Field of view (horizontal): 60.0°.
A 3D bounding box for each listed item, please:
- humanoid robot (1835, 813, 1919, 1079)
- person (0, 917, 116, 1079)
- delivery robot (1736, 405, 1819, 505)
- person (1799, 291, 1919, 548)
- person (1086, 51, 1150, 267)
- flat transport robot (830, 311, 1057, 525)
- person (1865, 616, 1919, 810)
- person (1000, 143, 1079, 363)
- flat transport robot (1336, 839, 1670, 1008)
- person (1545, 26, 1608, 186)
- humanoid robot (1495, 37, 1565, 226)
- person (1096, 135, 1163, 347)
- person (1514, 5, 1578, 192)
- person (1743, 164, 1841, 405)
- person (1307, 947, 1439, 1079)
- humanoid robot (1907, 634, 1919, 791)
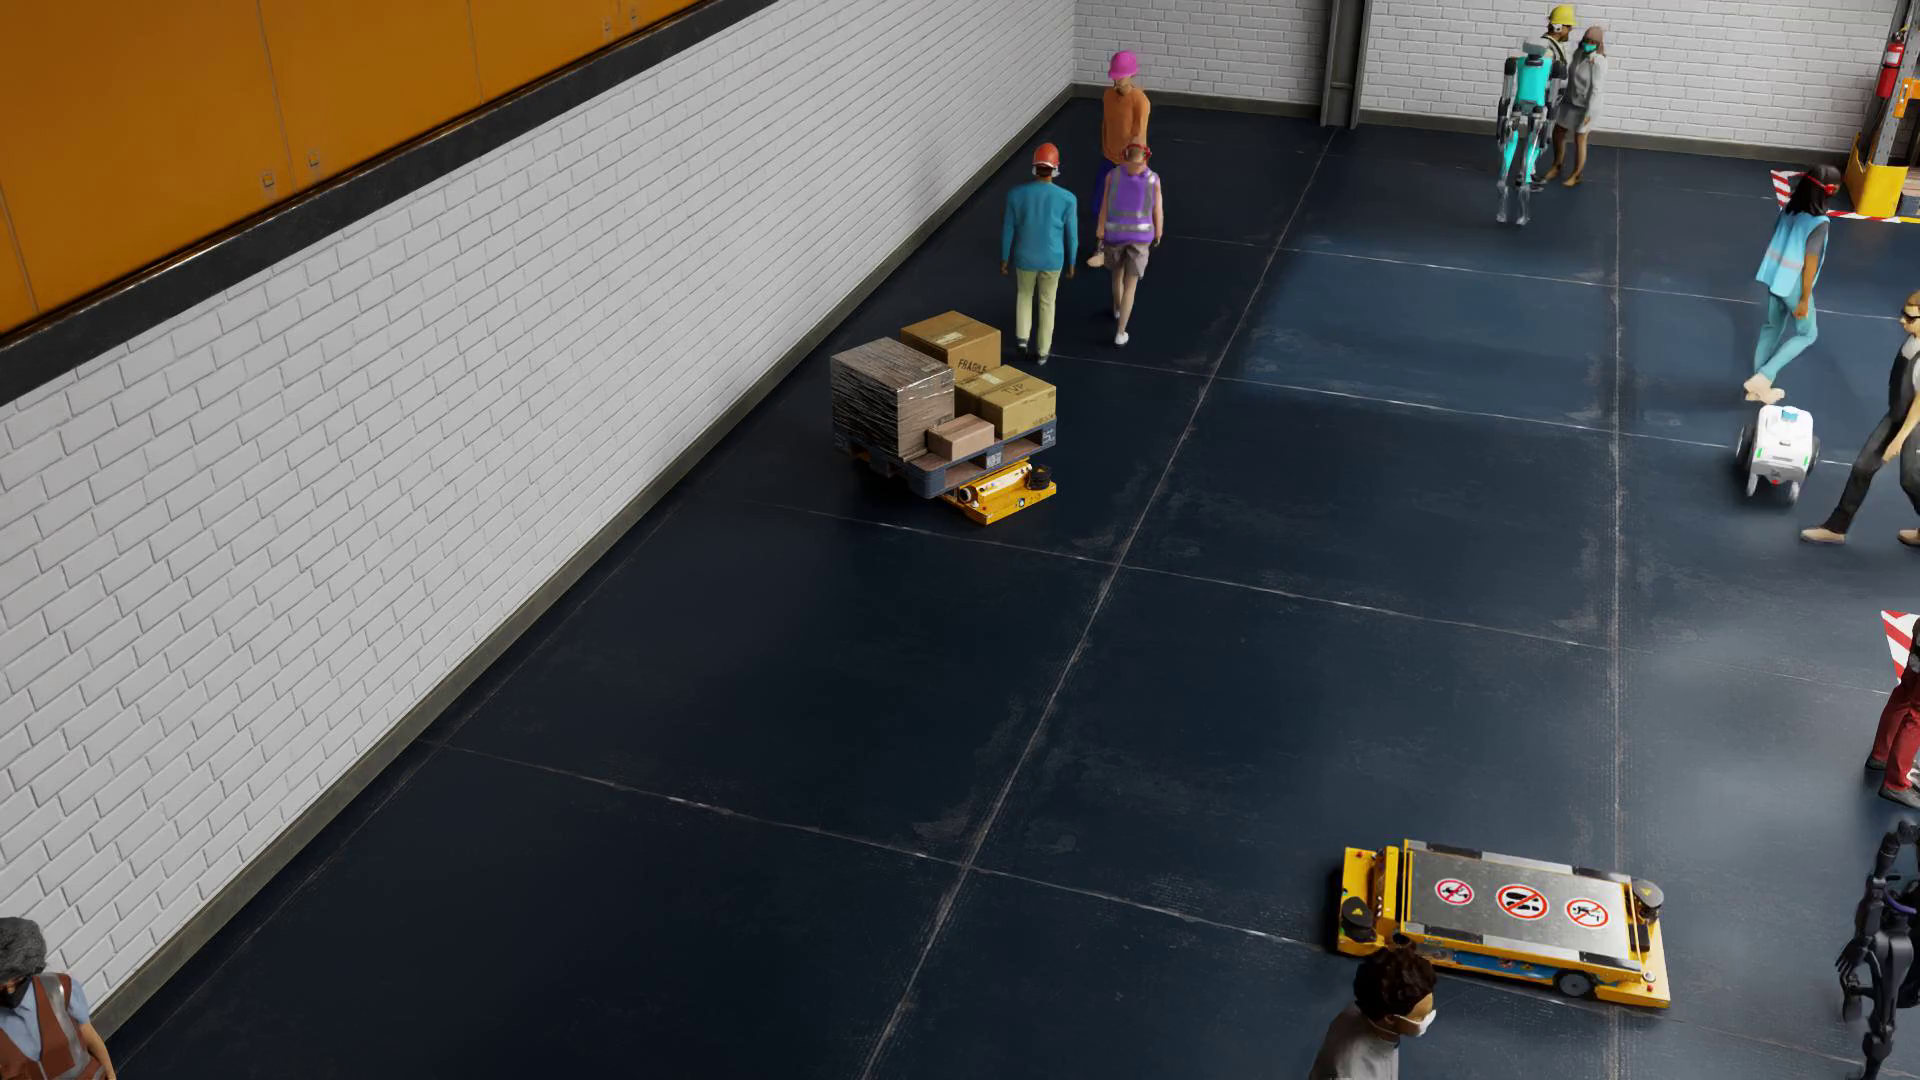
[{"bbox_3d":[3.825,1.519,6.684,0.583,1.647,0.694,1,30,1],"label":"humanoid robot"},{"bbox_3d":[-3.183,1.992,5.843,0.431,1.681,0.318,-26,39,-37],"label":"person"},{"bbox_3d":[5.645,-0.636,11.443,0.499,0.614,0.790,13,33,21],"label":"delivery robot"},{"bbox_3d":[5.951,-0.719,10.360,0.876,1.800,0.500,2,31,4],"label":"person"},{"bbox_3d":[1.391,-3.291,14.553,0.519,1.957,0.587,24,38,34],"label":"person"},{"bbox_3d":[-0.067,-0.537,11.539,0.659,0.231,1.431,-25,38,-35],"label":"flat transport robot"},{"bbox_3d":[4.901,0.524,8.257,0.314,1.768,0.524,7,31,12],"label":"person"},{"bbox_3d":[0.621,-2.220,12.958,0.609,1.726,0.451,5,31,8],"label":"person"},{"bbox_3d":[2.488,1.741,7.664,1.431,0.231,0.659,8,31,13],"label":"flat transport robot"},{"bbox_3d":[6.220,-4.326,16.629,0.428,1.627,0.522,-15,33,-23],"label":"person"},{"bbox_3d":[5.211,-3.745,15.444,0.541,1.700,0.738,13,33,20],"label":"humanoid robot"},{"bbox_3d":[1.381,-2.454,13.420,0.513,1.651,0.842,8,31,13],"label":"person"},{"bbox_3d":[5.817,-4.399,16.576,0.410,1.823,0.616,12,33,19],"label":"person"},{"bbox_3d":[6.114,-1.860,12.228,0.452,1.854,0.521,-6,31,-10],"label":"person"},{"bbox_3d":[1.300,2.065,5.563,1.048,1.830,0.553,13,33,21],"label":"person"},{"bbox_3d":[5.063,0.576,8.195,0.558,1.791,0.676,-14,33,-23],"label":"humanoid robot"}]
